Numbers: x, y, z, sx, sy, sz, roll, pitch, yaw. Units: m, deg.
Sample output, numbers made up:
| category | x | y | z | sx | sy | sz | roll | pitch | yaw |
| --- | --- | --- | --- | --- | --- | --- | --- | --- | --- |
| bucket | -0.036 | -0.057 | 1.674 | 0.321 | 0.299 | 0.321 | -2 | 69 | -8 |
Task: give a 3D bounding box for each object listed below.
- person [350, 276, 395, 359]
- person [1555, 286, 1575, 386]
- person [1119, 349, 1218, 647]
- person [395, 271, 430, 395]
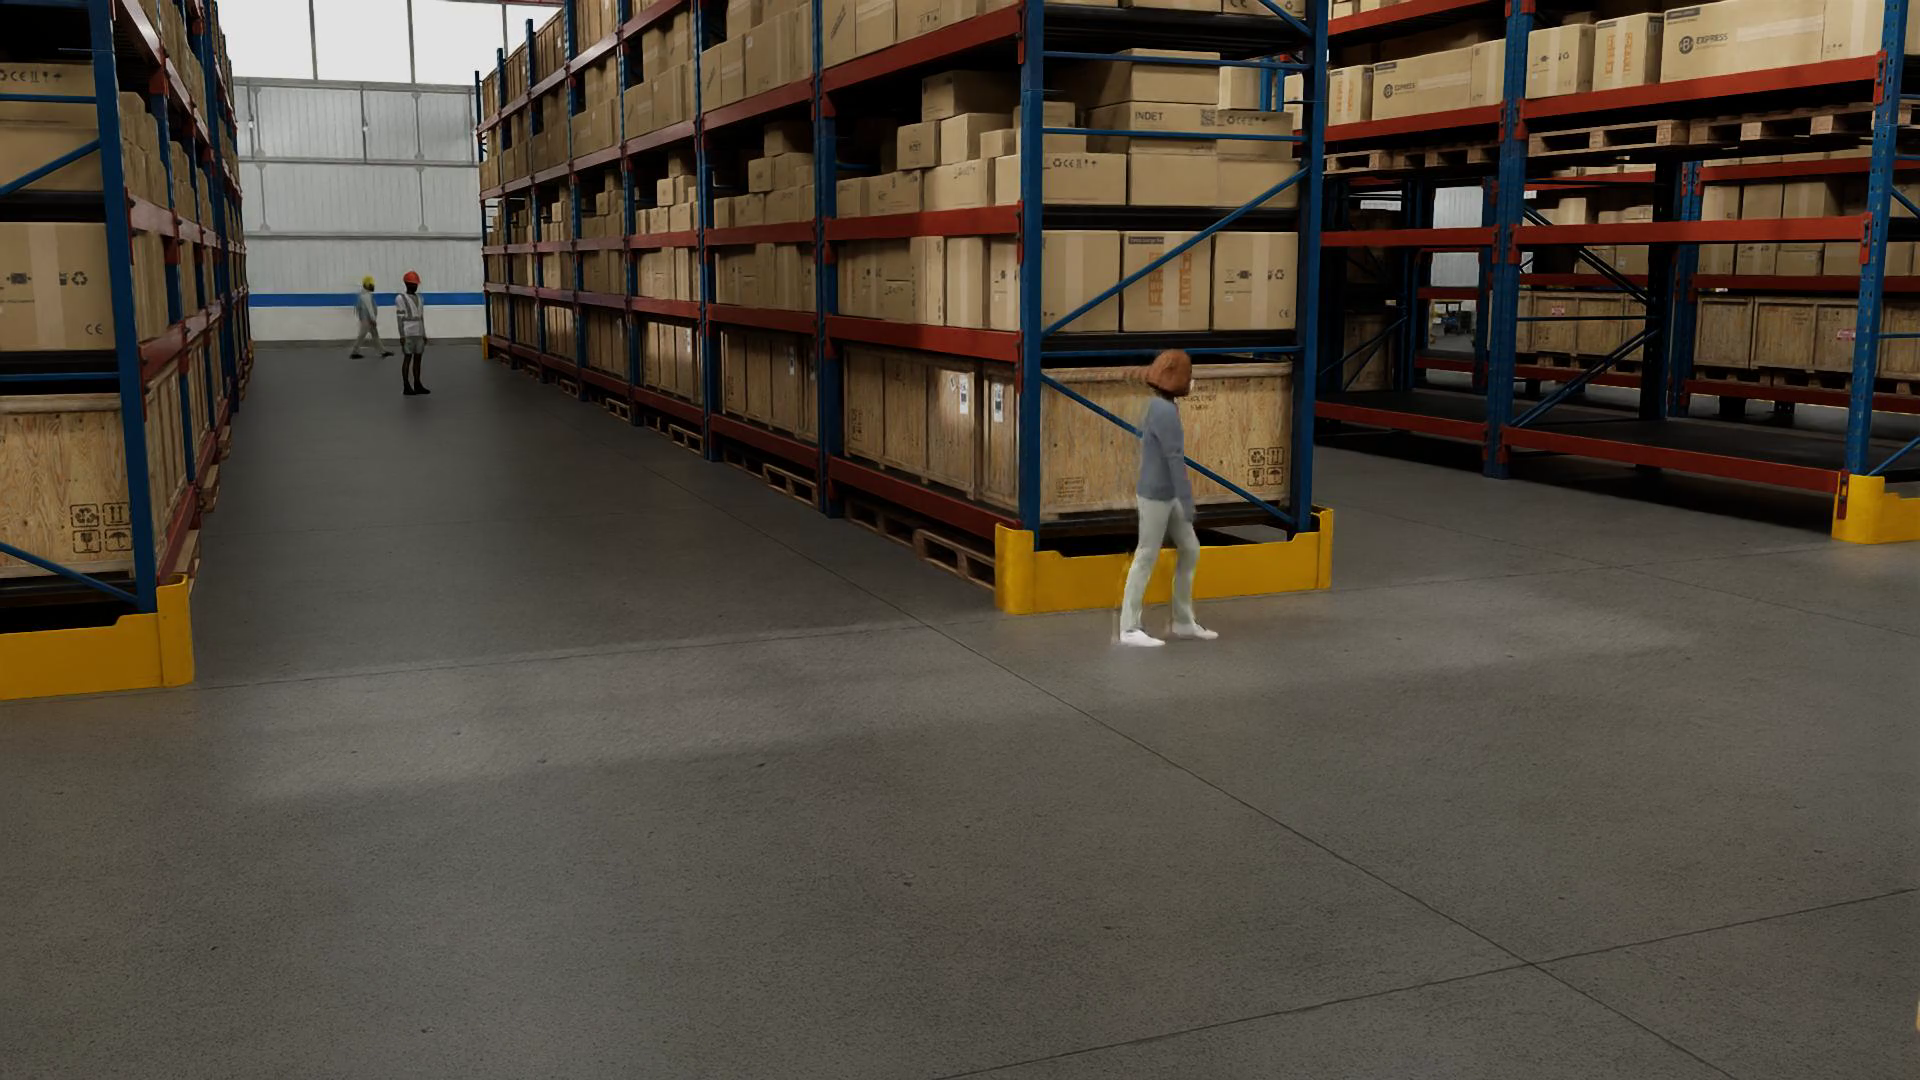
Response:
| category | x | y | z | sx | sy | sz | roll | pitch | yaw |
| --- | --- | --- | --- | --- | --- | --- | --- | --- | --- |
| person | -12.704 | -4.772 | 35.744 | 0.945 | 1.781 | 0.620 | -4 | 10 | -23 |
| person | 10.288 | -3.598 | 28.061 | 0.377 | 1.995 | 0.608 | 0 | 9 | -2 |
| person | 1.165 | -0.209 | 8.930 | 0.664 | 1.611 | 0.503 | 2 | 10 | 10 |
| person | -8.578 | -3.246 | 26.127 | 0.363 | 1.934 | 0.553 | 4 | 10 | 25 |
